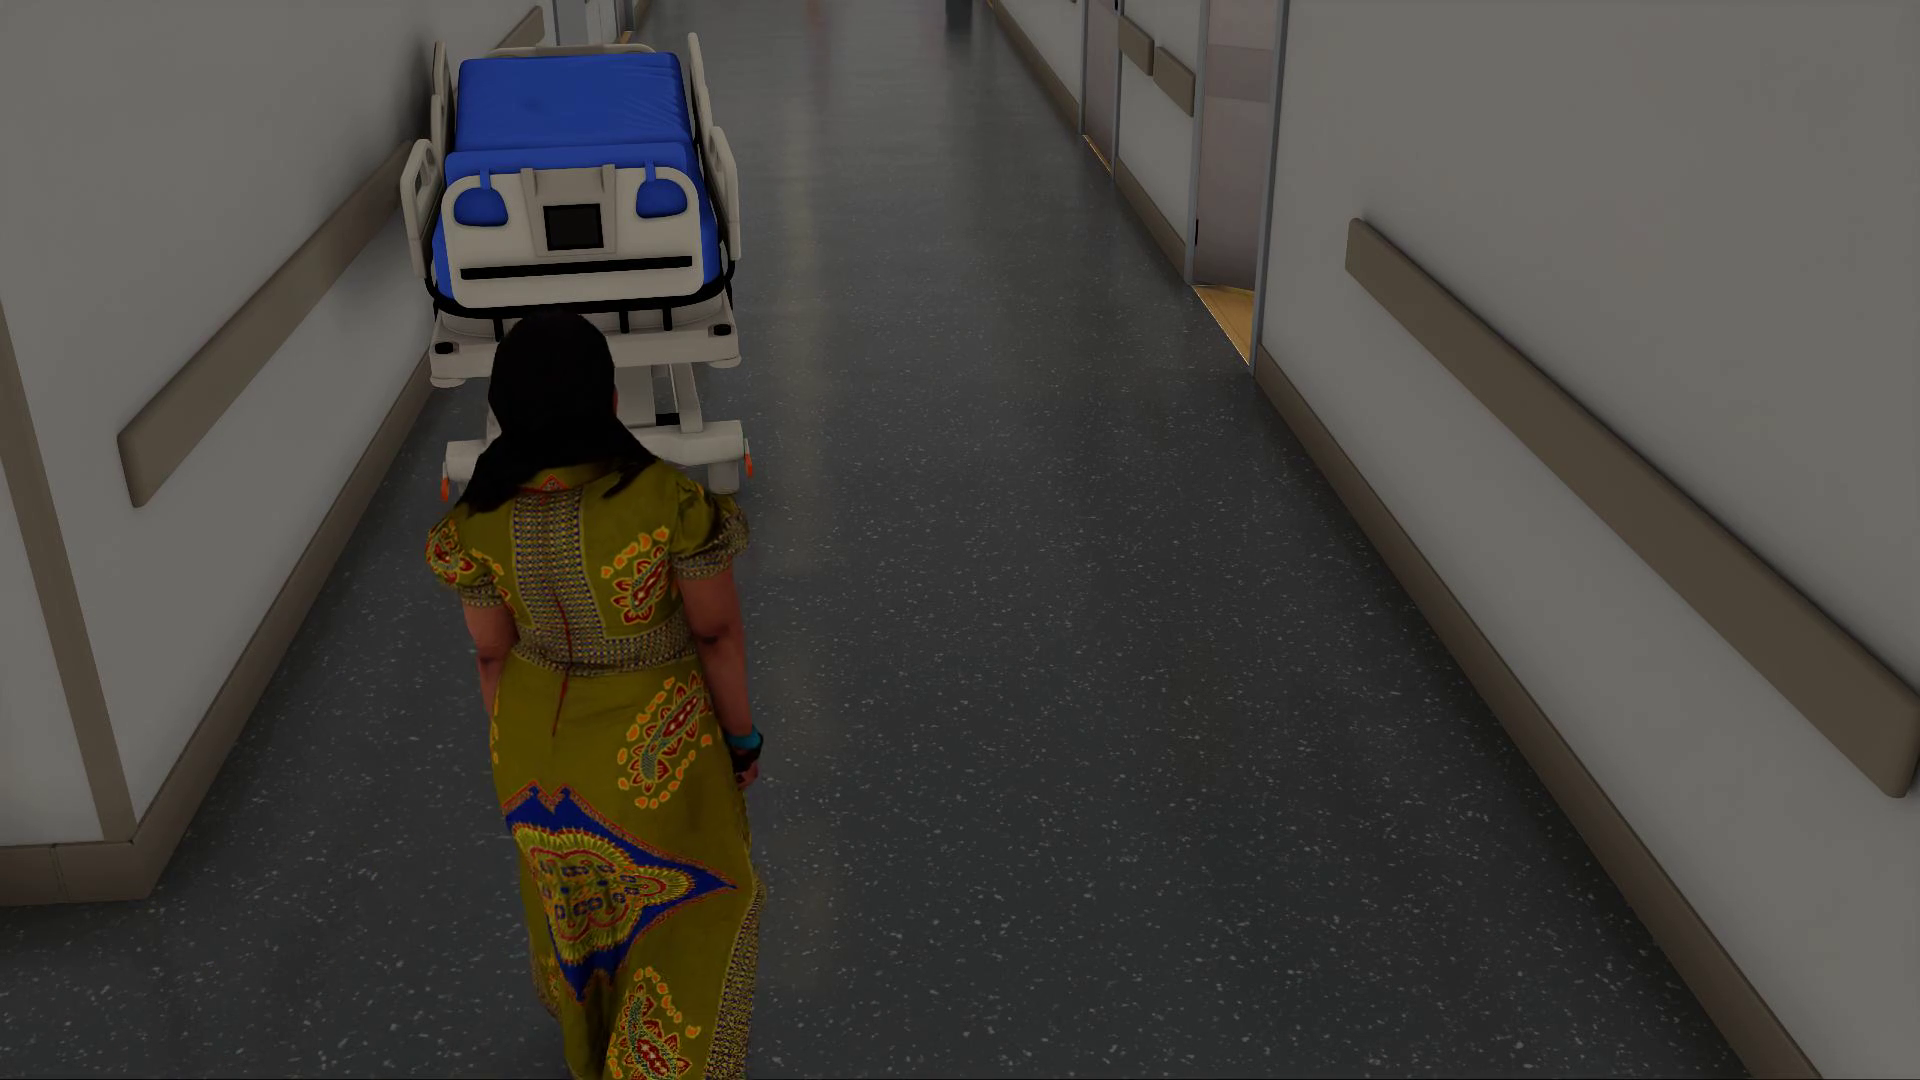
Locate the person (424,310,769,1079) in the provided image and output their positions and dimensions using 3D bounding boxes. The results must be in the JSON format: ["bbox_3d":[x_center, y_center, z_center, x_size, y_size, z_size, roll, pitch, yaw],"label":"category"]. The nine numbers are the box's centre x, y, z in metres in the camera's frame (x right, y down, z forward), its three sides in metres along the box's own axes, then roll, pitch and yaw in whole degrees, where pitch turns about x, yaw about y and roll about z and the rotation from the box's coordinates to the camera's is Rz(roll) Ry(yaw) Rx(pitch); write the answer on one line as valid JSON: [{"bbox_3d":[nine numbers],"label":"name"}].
[{"bbox_3d":[-0.603,0.431,2.883,0.983,1.636,0.890,2,26,4],"label":"person"}]
